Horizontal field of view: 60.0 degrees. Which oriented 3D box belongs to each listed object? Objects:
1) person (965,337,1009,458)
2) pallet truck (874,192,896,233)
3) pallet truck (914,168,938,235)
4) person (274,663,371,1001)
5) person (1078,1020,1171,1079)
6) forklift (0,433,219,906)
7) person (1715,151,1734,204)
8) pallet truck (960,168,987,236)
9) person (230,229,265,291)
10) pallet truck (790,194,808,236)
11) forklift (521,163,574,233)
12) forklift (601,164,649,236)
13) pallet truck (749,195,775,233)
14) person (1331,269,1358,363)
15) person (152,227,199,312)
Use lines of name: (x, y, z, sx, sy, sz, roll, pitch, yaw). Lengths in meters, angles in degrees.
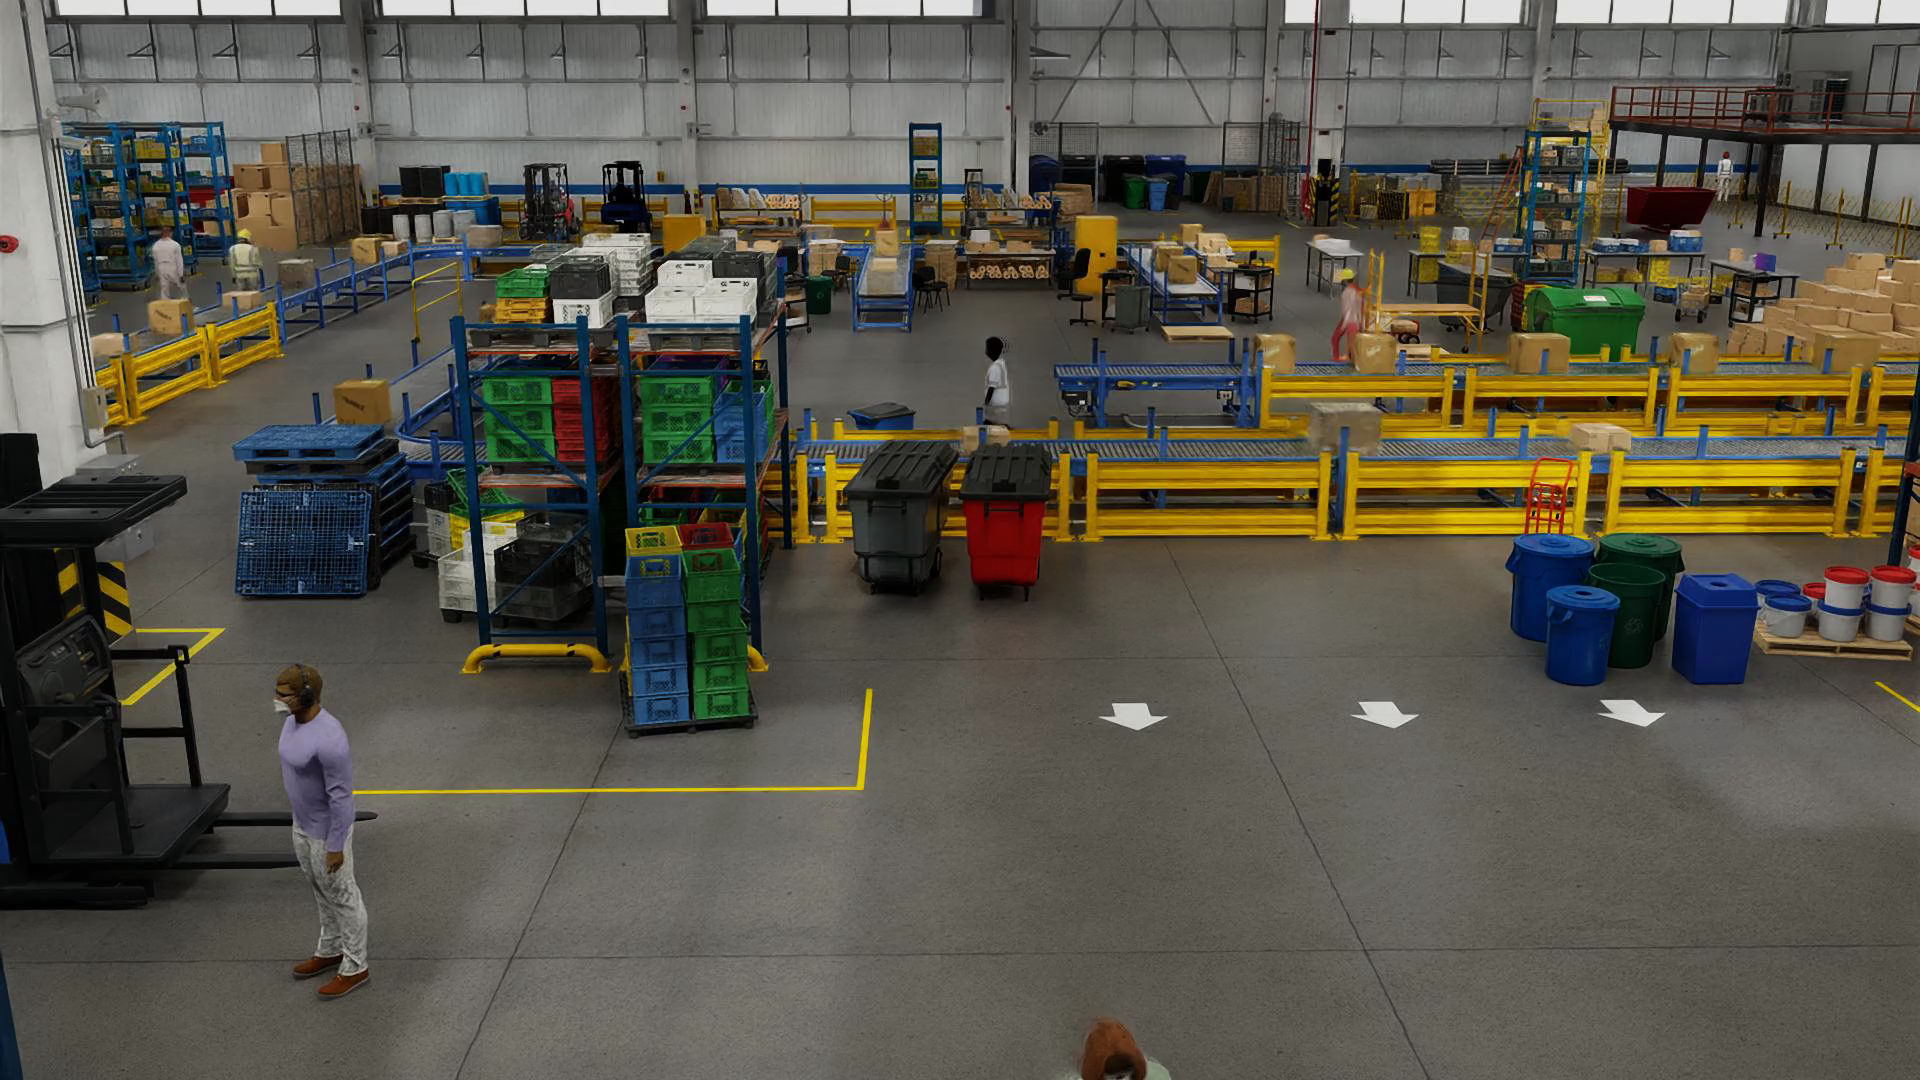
person: (0.355, -1.778, 21.409, 0.817, 1.657, 0.557, 2, 16, 5)
pallet truck: (-2.277, -9.986, 50.594, 0.653, 1.274, 1.630, 0, 16, -1)
pallet truck: (-0.989, -10.316, 50.507, 0.823, 1.965, 1.885, 1, 16, 3)
person: (-3.543, 1.595, 9.209, 0.370, 1.941, 0.627, -14, 21, -40)
person: (0.570, 2.530, 6.561, 0.516, 1.595, 0.748, -8, 18, -25)
forklift: (-5.952, 0.780, 10.366, 1.873, 2.768, 1.129, 0, 16, -1)
person: (28.109, -13.330, 61.181, 0.573, 1.886, 0.357, -1, 16, -2)
pallet truck: (0.383, -10.230, 50.206, 0.823, 1.965, 1.885, -1, 16, -3)
person: (-14.378, -5.367, 33.627, 0.619, 1.812, 0.533, -1, 16, -2)
pallet truck: (-4.814, -9.883, 50.259, 0.704, 1.261, 1.522, -1, 16, -3)
forklift: (-12.233, -10.122, 49.298, 1.157, 1.987, 2.680, 0, 16, -1)
forklift: (-9.948, -10.127, 49.296, 1.157, 1.987, 2.680, -1, 16, -3)
pallet truck: (-6.051, -9.967, 50.660, 0.680, 1.201, 1.601, 0, 16, -1)
person: (6.380, -3.637, 27.748, 0.658, 1.746, 0.527, -2, 16, -6)
person: (-15.899, -5.384, 33.597, 0.664, 1.857, 1.012, 1, 16, 5)
